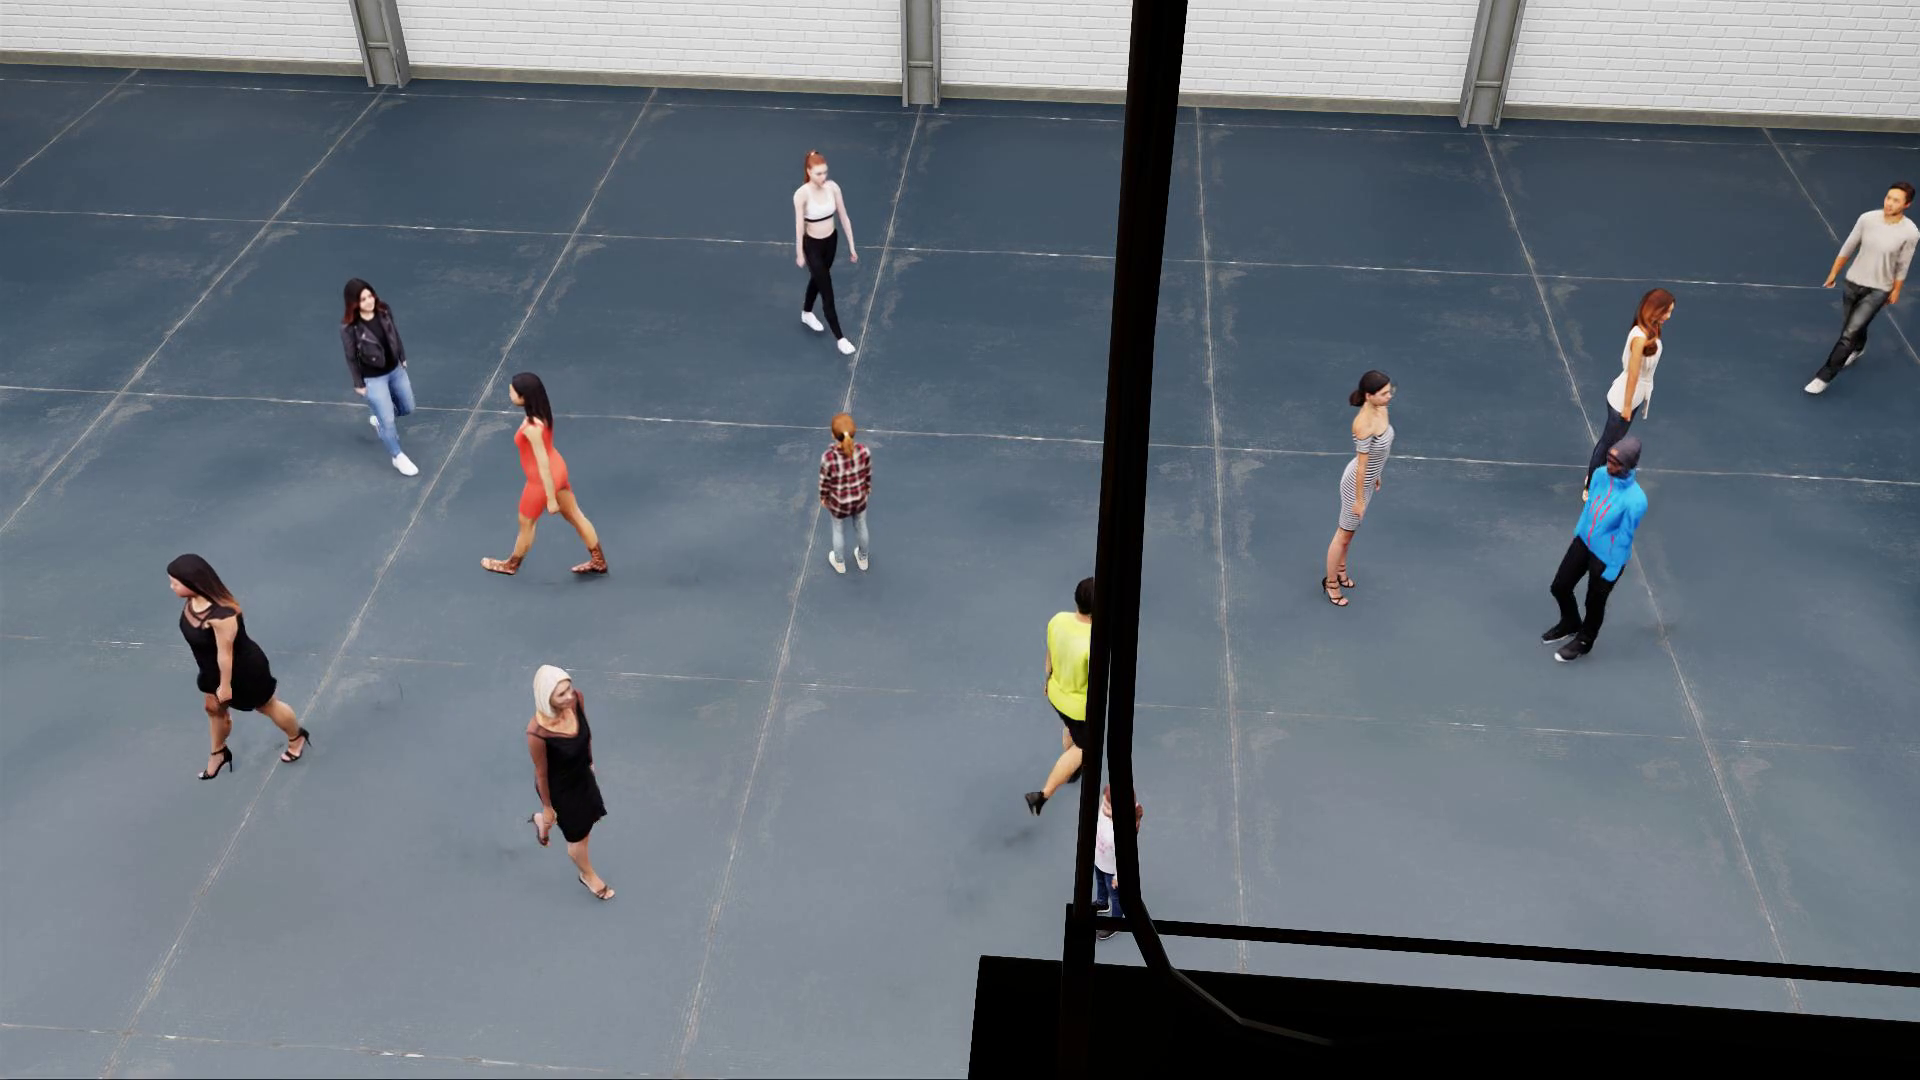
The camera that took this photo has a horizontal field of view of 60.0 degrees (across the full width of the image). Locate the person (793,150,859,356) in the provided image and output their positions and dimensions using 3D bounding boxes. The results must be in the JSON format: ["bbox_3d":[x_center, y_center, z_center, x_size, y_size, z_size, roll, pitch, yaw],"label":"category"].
[{"bbox_3d":[-1.216,-2.461,13.934,1.105,1.705,1.126,-26,45,-28],"label":"person"}]

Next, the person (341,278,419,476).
[{"bbox_3d":[-4.404,-1.251,12.485,0.931,1.622,0.842,23,44,26],"label":"person"}]

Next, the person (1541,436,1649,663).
[{"bbox_3d":[4.212,0.061,10.715,0.753,1.781,0.741,-16,41,-19],"label":"person"}]

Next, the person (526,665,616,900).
[{"bbox_3d":[-2.241,1.312,9.191,0.943,1.729,0.773,18,42,21],"label":"person"}]

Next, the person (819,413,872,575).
[{"bbox_3d":[-0.770,-0.318,11.571,0.577,1.306,0.674,-12,40,-14],"label":"person"}]

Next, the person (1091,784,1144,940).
[{"bbox_3d":[0.832,1.739,9.152,0.581,1.111,0.533,-17,42,-20],"label":"person"}]

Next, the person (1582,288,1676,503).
[{"bbox_3d":[4.835,-1.041,12.095,0.658,1.782,0.670,19,42,22],"label":"person"}]

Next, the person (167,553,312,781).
[{"bbox_3d":[-4.243,0.734,9.947,1.012,1.687,0.959,-30,47,-32],"label":"person"}]

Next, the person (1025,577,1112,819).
[{"bbox_3d":[0.627,0.942,9.689,1.067,1.685,1.016,-30,47,-32],"label":"person"}]

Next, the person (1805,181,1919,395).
[{"bbox_3d":[7.365,-2.081,13.414,1.217,1.761,1.130,-25,45,-28],"label":"person"}]

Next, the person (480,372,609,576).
[{"bbox_3d":[-2.736,-0.391,11.371,1.121,1.669,0.707,-1,39,-2],"label":"person"}]

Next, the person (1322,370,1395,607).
[{"bbox_3d":[2.676,-0.355,11.203,0.652,1.822,0.662,17,42,20],"label":"person"}]
